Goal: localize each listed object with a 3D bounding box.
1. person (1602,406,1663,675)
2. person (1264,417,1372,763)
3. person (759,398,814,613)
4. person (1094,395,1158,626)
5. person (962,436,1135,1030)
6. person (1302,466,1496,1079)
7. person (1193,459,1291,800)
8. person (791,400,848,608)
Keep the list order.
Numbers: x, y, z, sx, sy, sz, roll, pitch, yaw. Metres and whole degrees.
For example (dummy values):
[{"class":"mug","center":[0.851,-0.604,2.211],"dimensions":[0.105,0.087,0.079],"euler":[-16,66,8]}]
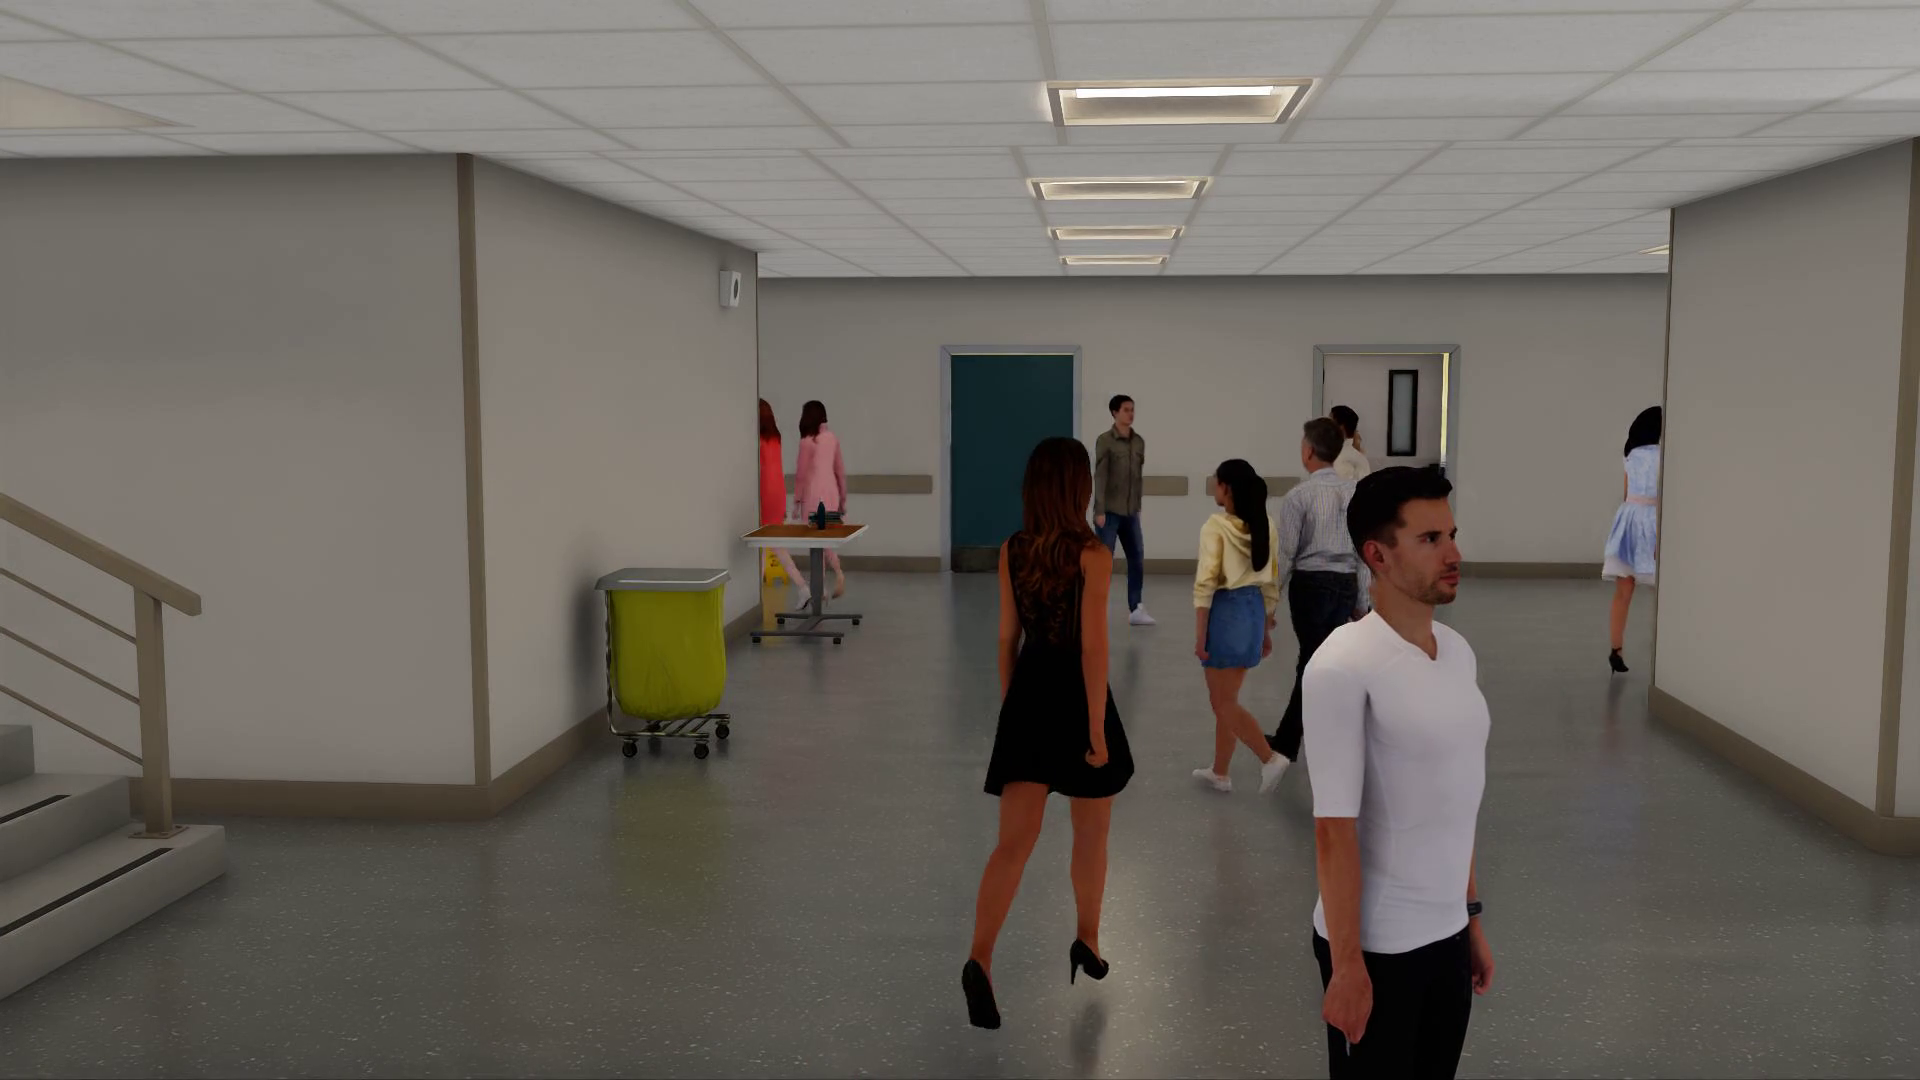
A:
[{"class":"person","center":[4.494,0.039,11.056],"dimensions":[1.216,1.765,1.147],"euler":[-5,7,-39]},{"class":"person","center":[1.815,0.327,8.141],"dimensions":[1.252,1.774,1.136],"euler":[-3,6,-24]},{"class":"person","center":[-1.521,-0.249,13.817],"dimensions":[1.084,1.786,0.772],"euler":[2,6,23]},{"class":"person","center":[1.201,-0.220,13.326],"dimensions":[1.193,1.826,1.213],"euler":[-5,7,-39]},{"class":"person","center":[0.230,0.625,5.084],"dimensions":[1.134,1.794,0.990],"euler":[4,7,32]},{"class":"person","center":[0.865,0.774,3.316],"dimensions":[0.751,1.851,0.797],"euler":[-5,8,-43]},{"class":"person","center":[1.335,0.438,7.831],"dimensions":[1.036,1.616,1.050],"euler":[-4,7,-33]},{"class":"person","center":[-1.146,-0.300,14.325],"dimensions":[0.884,1.784,0.829],"euler":[5,8,42]}]
